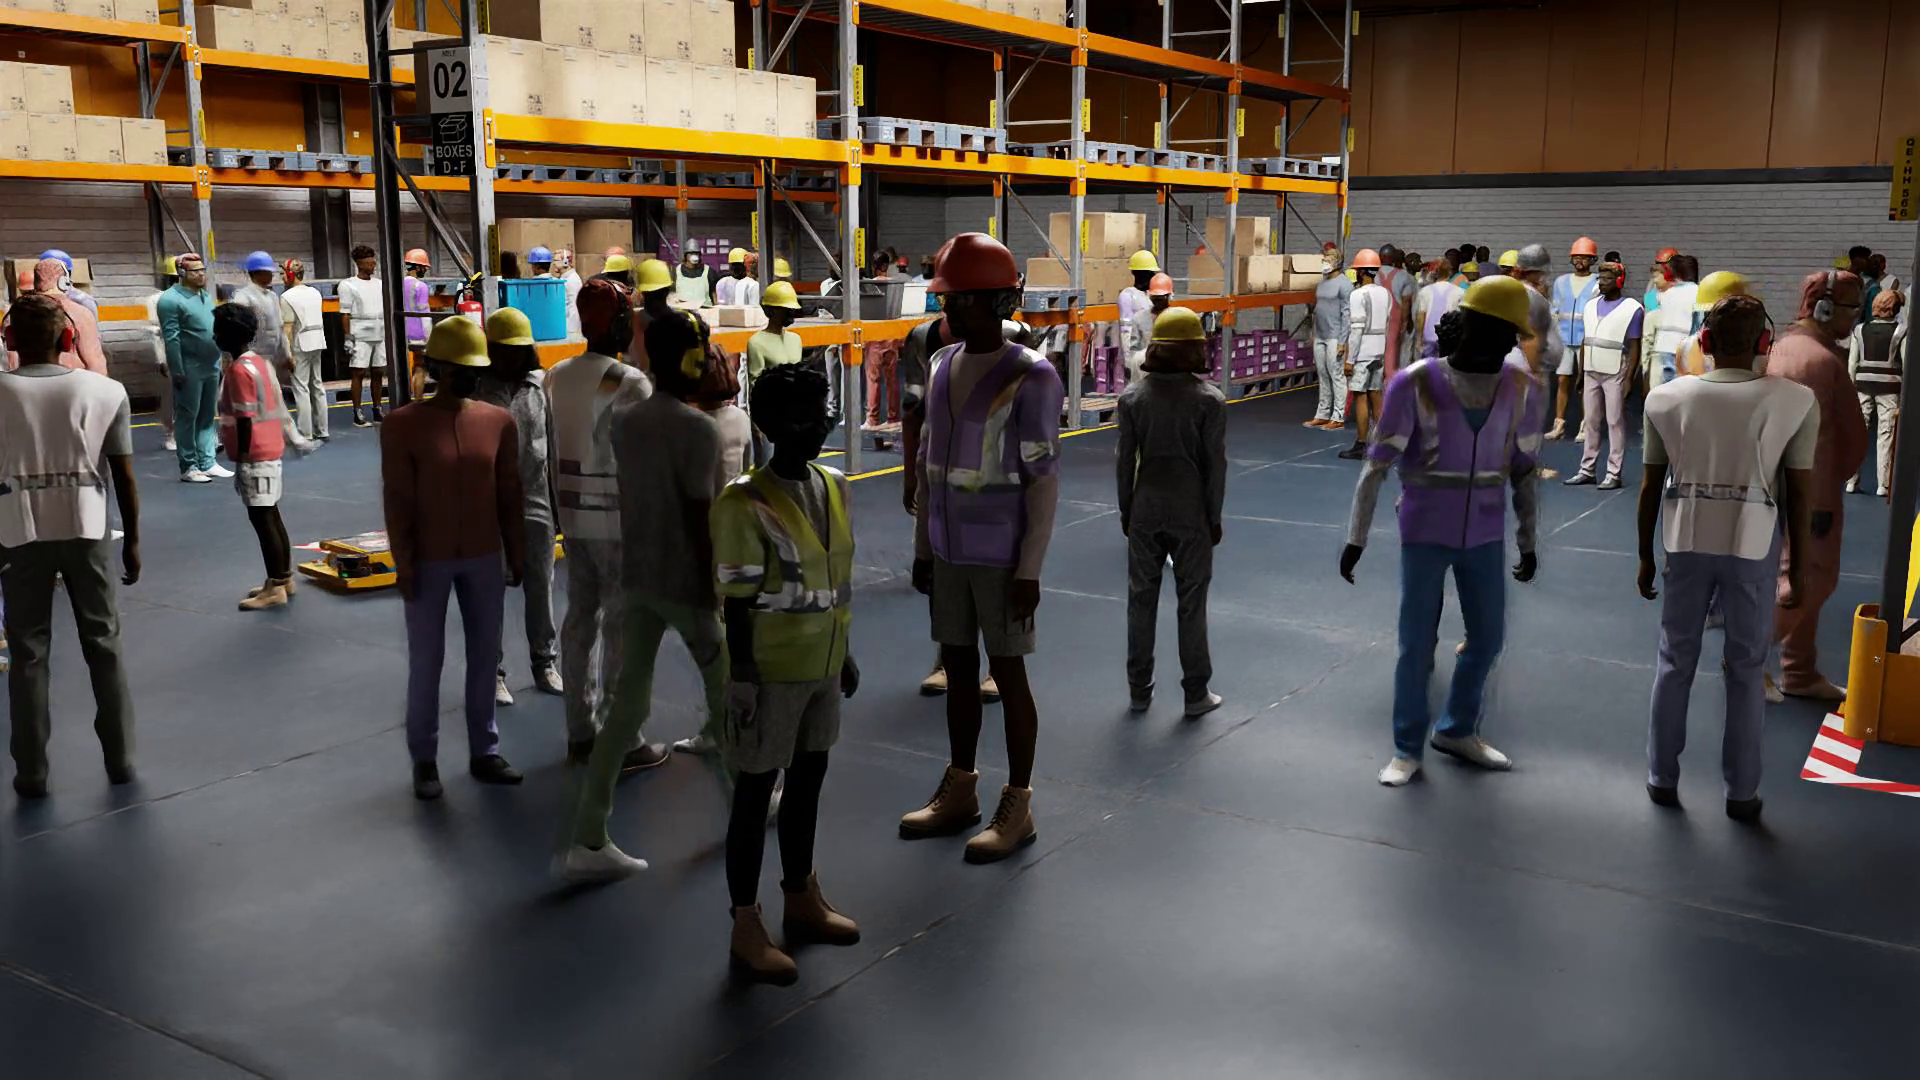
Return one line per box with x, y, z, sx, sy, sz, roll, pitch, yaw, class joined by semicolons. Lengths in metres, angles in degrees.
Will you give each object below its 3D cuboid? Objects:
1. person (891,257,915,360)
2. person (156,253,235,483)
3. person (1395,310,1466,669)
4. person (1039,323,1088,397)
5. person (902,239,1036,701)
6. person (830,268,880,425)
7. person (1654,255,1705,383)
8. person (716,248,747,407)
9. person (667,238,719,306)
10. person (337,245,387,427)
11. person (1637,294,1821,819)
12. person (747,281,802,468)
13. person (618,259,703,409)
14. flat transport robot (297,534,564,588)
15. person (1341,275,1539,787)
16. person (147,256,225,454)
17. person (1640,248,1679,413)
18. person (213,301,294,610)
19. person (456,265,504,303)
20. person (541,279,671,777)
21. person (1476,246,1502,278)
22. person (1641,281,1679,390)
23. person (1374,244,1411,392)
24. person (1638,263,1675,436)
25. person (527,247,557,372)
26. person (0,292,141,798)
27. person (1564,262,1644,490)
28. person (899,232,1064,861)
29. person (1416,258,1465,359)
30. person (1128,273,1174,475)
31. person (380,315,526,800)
-0.983;-3.946;28.362;0.573;1.744;0.530;0;10;2;person
-6.413;-1.444;14.004;0.407;1.910;0.638;2;10;9;person
2.318;-0.232;7.865;0.531;1.697;0.320;-2;10;-11;person
1.261;-2.708;21.095;0.547;1.890;1.016;9;13;40;person
0.025;-0.300;7.330;0.611;2.032;0.411;4;11;19;person
-1.130;-2.183;18.112;0.598;1.907;0.409;-5;11;-25;person
6.728;-1.703;15.527;0.410;1.885;0.642;-3;11;-14;person
-2.573;-2.431;19.408;0.364;1.930;0.588;8;13;37;person
-3.525;-2.954;21.997;0.689;2.000;0.539;-1;10;-7;person
-6.445;-2.214;18.101;0.361;1.963;0.616;6;12;32;person
2.668;0.064;5.850;0.560;1.836;0.394;6;12;31;person
-1.166;-0.784;10.756;0.340;1.760;0.526;6;12;32;person
-1.905;-0.859;10.778;0.652;1.901;0.493;1;10;4;person
-3.221;0.064;10.183;0.652;0.197;1.431;10;14;44;flat transport robot
1.763;-0.024;6.172;0.784;1.904;0.449;-1;10;-5;person
-7.371;-1.743;15.771;1.053;1.869;0.591;10;14;43;person
8.185;-2.433;19.430;0.386;1.929;0.543;2;11;13;person
-3.900;-0.463;9.164;0.322;1.692;0.569;-3;11;-14;person
-5.228;-2.239;18.409;0.644;1.907;0.400;-5;11;-24;person
-1.344;-0.041;6.315;0.575;1.880;0.351;8;13;39;person
8.366;-3.736;26.645;0.625;1.933;0.374;-4;11;-23;person
6.913;-1.703;16.231;0.508;1.623;0.288;2;10;9;person
5.667;-2.999;22.249;0.706;2.000;0.953;2;10;9;person
7.412;-2.007;17.432;0.920;1.797;0.570;-5;12;-28;person
-4.522;-2.217;18.173;0.403;1.945;0.614;3;11;15;person
-3.305;0.021;6.099;0.563;1.832;0.409;-7;12;-32;person
5.282;-1.334;13.560;0.389;1.847;0.563;-6;12;-29;person
0.056;0.026;5.477;0.371;2.044;0.608;-10;14;-43;person
5.333;-2.194;18.411;0.533;1.815;0.677;5;11;24;person
1.705;-1.409;14.267;0.570;1.743;0.349;6;12;30;person
-1.819;0.064;6.066;0.539;1.756;0.362;-8;13;-38;person
